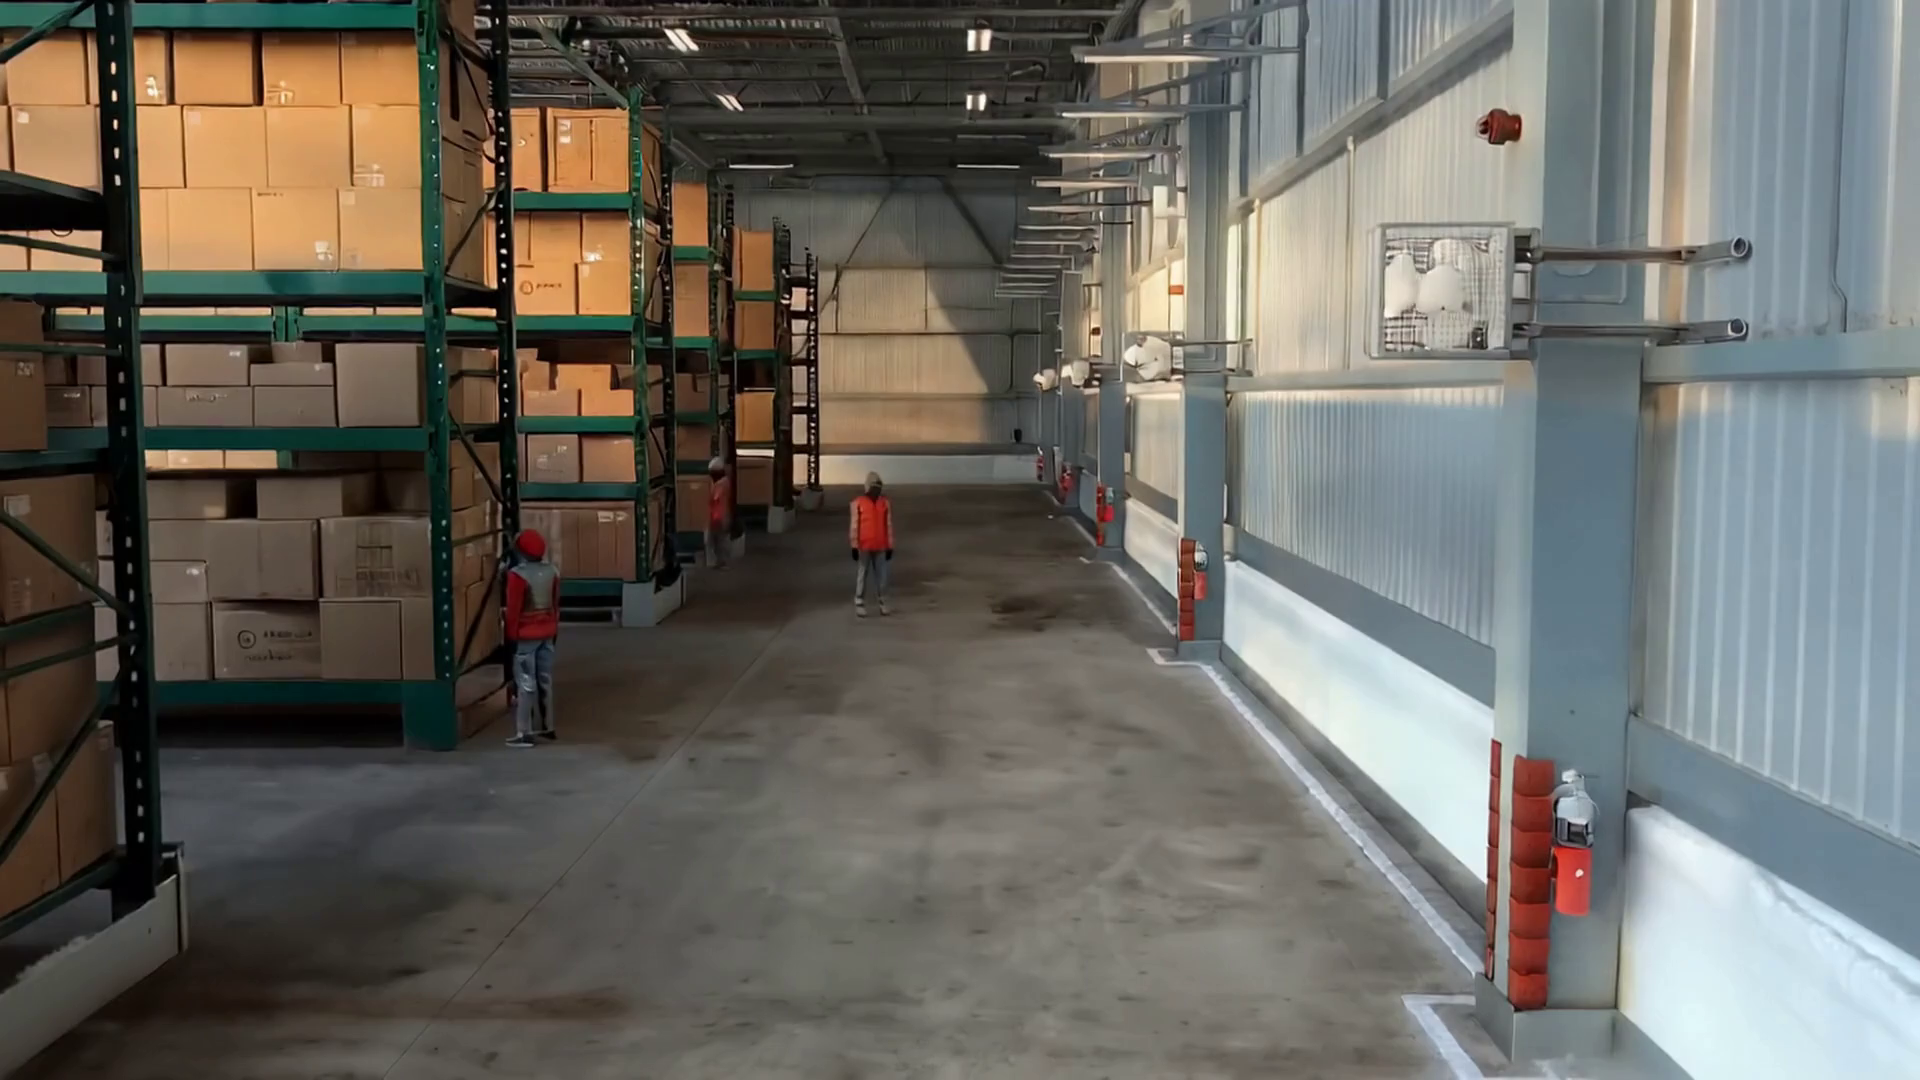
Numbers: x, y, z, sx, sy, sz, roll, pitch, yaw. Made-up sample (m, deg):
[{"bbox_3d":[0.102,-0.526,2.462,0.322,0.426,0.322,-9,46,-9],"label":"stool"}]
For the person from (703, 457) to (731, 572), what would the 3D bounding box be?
[{"bbox_3d":[-3.616,-0.381,24.970,0.411,1.727,0.507,-4,6,-39],"label":"person"}]

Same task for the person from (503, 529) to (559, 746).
[{"bbox_3d":[-3.225,0.733,12.575,0.315,1.630,0.528,3,6,30],"label":"person"}]

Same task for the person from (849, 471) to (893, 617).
[{"bbox_3d":[-1.044,0.053,19.845,0.564,1.743,0.362,-3,6,-29],"label":"person"}]
